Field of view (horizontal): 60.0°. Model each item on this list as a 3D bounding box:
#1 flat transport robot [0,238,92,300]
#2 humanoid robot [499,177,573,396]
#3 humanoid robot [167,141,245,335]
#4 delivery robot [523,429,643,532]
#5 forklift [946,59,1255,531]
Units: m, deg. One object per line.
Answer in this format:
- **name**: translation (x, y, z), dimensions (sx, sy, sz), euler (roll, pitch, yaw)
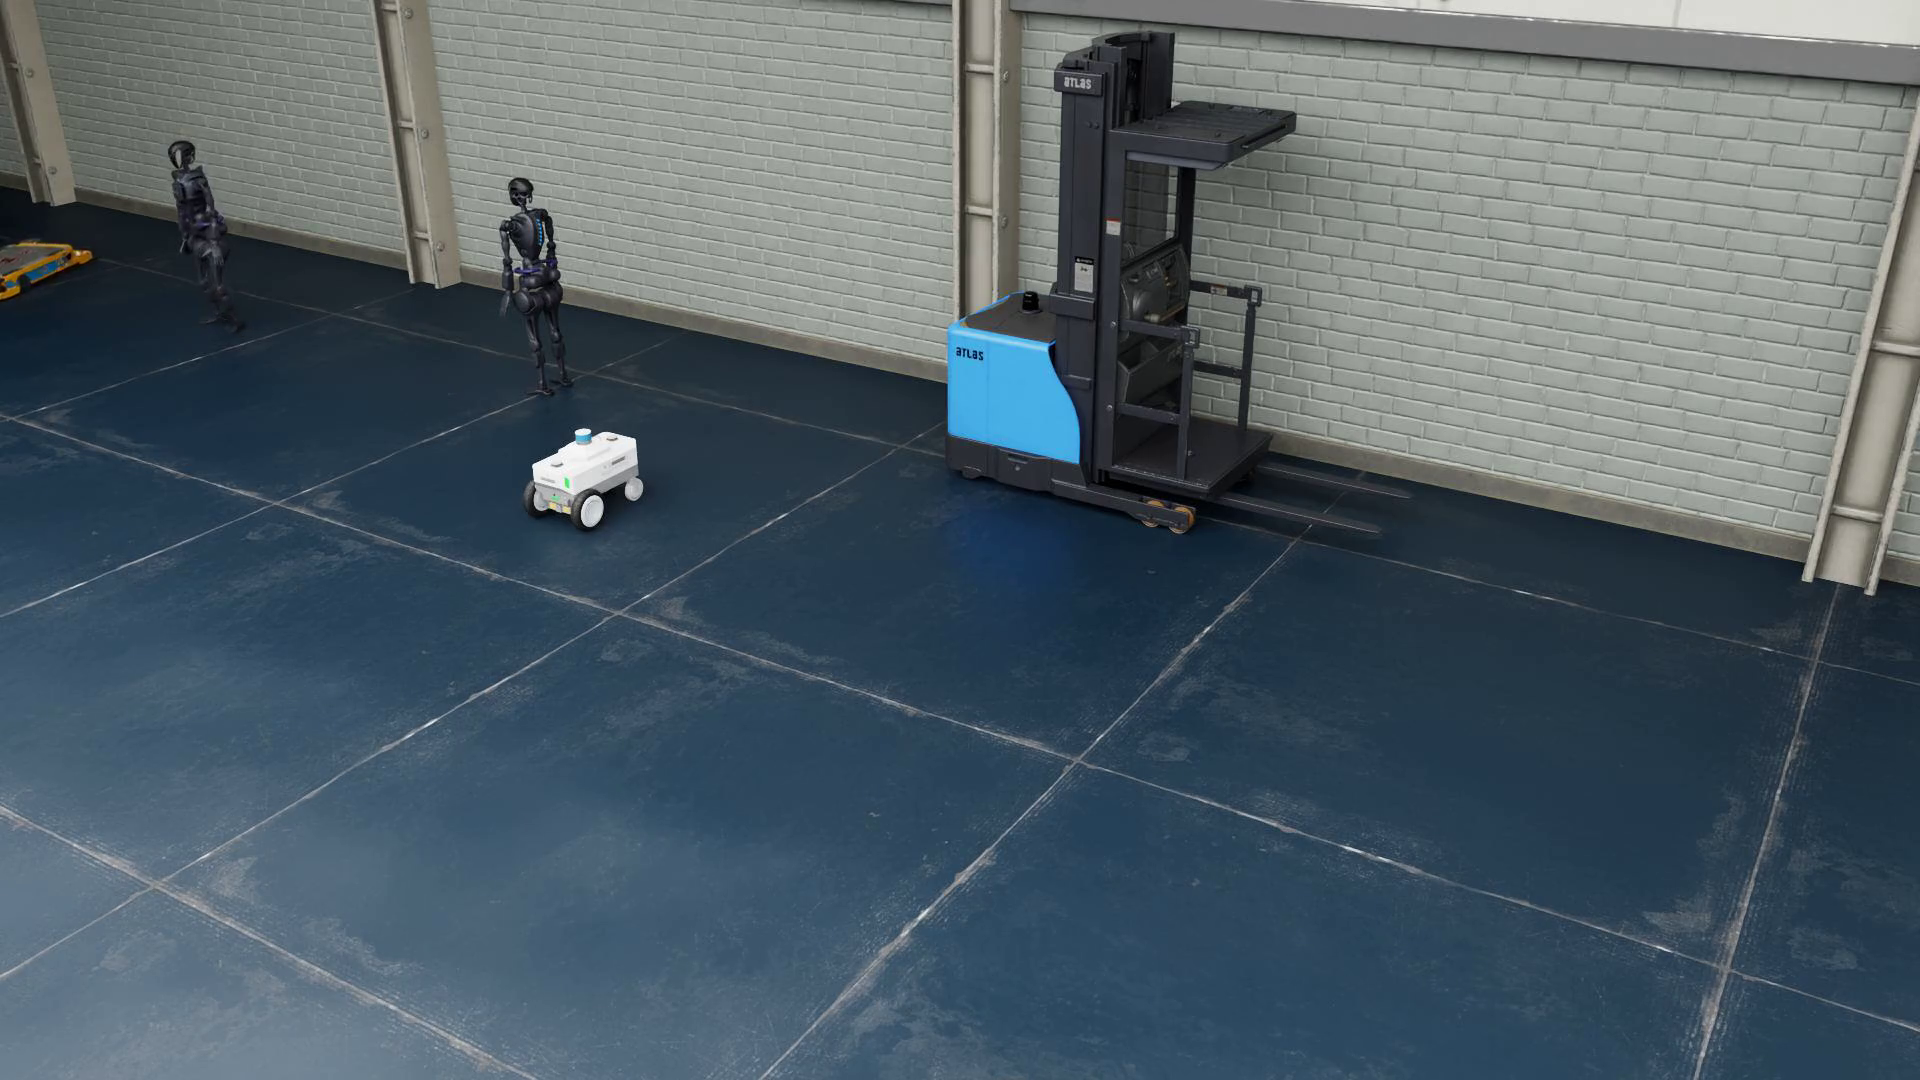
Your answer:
- **flat transport robot**: translation (-8.895, -2.542, 15.636), dimensions (0.659, 0.231, 1.431), euler (3, 25, 6)
- **humanoid robot**: translation (-3.255, -1.935, 12.688), dimensions (0.315, 1.657, 0.599), euler (15, 29, 28)
- **humanoid robot**: translation (-6.354, -2.553, 14.024), dimensions (0.627, 1.641, 0.389), euler (18, 31, 33)
- **delivery robot**: translation (-2.428, -0.440, 10.822), dimensions (0.499, 0.566, 0.739), euler (15, 29, 28)
- **forklift**: translation (0.933, -1.707, 10.833), dimensions (1.873, 2.768, 1.129), euler (15, 29, 28)
